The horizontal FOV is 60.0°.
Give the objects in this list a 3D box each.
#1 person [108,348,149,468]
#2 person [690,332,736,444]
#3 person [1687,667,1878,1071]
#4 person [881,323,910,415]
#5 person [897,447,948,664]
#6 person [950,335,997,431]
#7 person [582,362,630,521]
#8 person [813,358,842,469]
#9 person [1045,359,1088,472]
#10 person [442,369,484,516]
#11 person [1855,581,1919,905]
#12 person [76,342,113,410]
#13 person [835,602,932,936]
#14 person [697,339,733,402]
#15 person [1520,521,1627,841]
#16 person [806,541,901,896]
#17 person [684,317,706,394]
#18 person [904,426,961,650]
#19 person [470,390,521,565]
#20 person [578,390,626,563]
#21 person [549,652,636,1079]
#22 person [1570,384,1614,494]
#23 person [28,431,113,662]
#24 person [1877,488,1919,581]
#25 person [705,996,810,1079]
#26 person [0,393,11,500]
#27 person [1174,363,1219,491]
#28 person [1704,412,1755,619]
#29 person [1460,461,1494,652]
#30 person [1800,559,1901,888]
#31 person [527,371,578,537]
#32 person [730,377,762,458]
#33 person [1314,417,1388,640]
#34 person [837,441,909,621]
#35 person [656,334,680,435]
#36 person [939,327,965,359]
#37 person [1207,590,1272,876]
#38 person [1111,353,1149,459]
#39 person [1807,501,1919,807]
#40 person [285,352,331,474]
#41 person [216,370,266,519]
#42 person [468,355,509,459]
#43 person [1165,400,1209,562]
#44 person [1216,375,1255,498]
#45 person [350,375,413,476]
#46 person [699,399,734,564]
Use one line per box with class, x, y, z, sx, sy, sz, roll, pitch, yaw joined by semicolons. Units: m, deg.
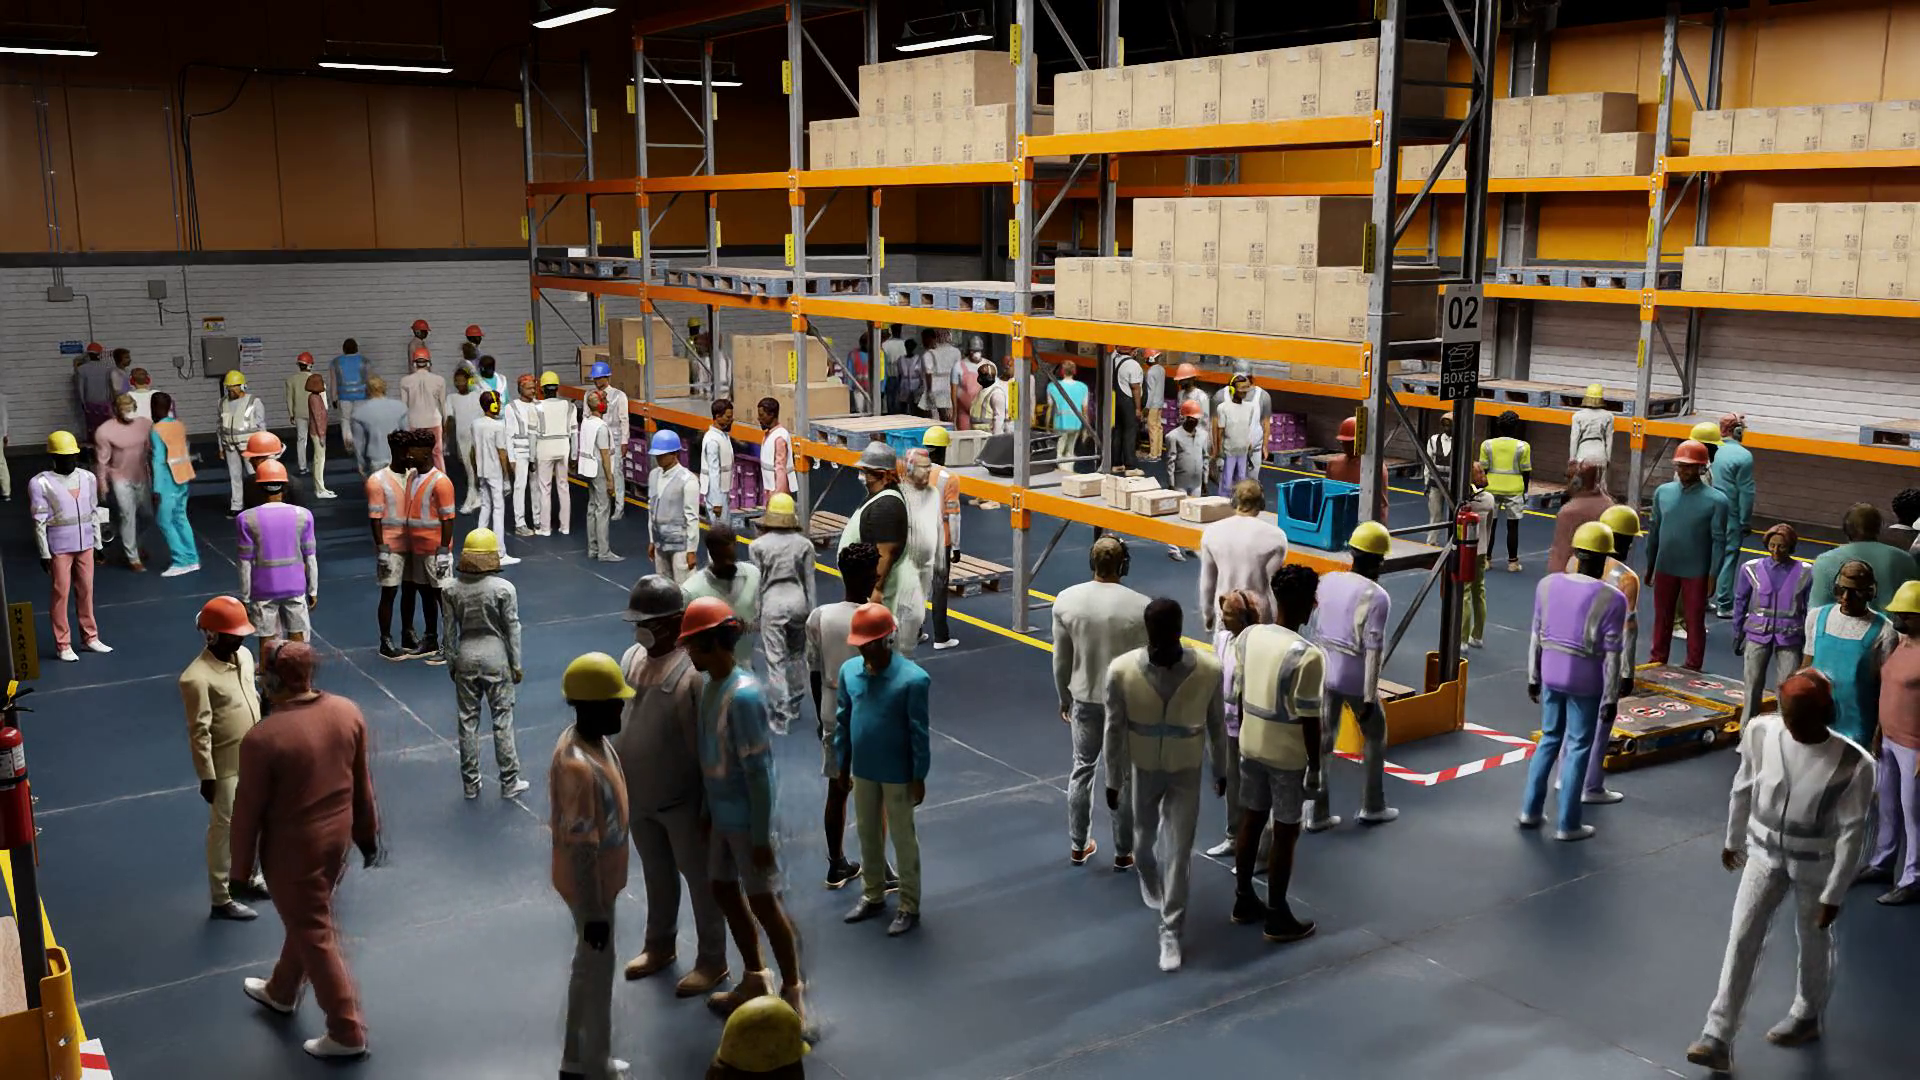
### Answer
person;-12.087;-1.854;23.908;0.742;1.824;0.523;-1;11;-3
person;-3.927;-2.453;26.937;0.927;1.852;0.577;3;11;14
person;3.538;1.415;7.172;1.003;1.818;0.642;-9;14;-40
person;-1.074;-2.831;28.733;0.592;1.889;0.911;-2;11;-9
person;-0.338;0.211;13.162;0.561;1.885;0.683;10;15;41
person;0.216;-1.860;23.373;0.687;2.000;0.536;-3;11;-15
person;-4.314;-1.197;20.217;0.615;1.945;0.404;4;12;19
person;-1.969;-1.854;24.381;0.499;1.634;0.279;-1;11;-5
person;1.420;-1.473;21.947;0.579;1.818;0.621;-3;12;-17
person;-6.159;-1.239;20.783;0.570;1.813;1.001;1;11;5
person;5.095;1.088;8.992;0.314;1.769;0.525;0;11;-3
person;-13.308;-2.175;25.714;0.563;1.753;0.327;-2;11;-11
person;-0.417;1.171;8.633;0.577;1.739;0.350;7;13;31
person;-3.744;-2.167;25.389;0.593;1.866;0.549;-8;14;-36
person;3.682;0.839;9.929;0.432;1.921;0.592;-8;14;-36
person;-0.547;0.974;9.059;0.606;1.966;0.367;7;13;30
person;-4.657;-2.976;29.393;0.391;1.923;0.589;7;13;32
person;-0.226;-0.023;14.298;0.585;1.918;0.410;8;14;35
person;-4.974;-0.661;17.678;0.535;1.868;0.309;7;13;32
person;-3.867;-0.676;17.800;0.382;1.849;0.571;-7;13;-34
person;-1.518;1.411;6.964;0.395;1.937;0.588;-2;11;-9
person;7.409;-0.965;19.553;0.483;1.745;0.305;2;11;9
person;-7.438;0.043;13.924;0.370;1.927;0.588;5;12;26
person;6.999;0.456;12.421;0.319;1.694;0.532;-6;13;-29
person;-0.526;2.014;4.348;0.490;1.730;0.324;6;13;29
person;-12.609;-1.354;21.520;0.342;1.749;0.572;6;12;26
person;3.062;-1.306;20.973;0.930;1.886;0.556;-4;12;-19
person;7.080;-0.234;15.392;0.402;1.911;0.638;-4;12;-21
person;4.338;0.138;14.192;0.500;1.633;0.285;-8;14;-36
person;4.900;1.002;9.252;0.349;1.839;0.504;-9;14;-38
person;-4.721;-0.994;19.277;0.594;1.912;0.399;-8;14;-36
person;-2.772;-1.689;22.496;0.691;2.000;0.804;-8;14;-36
person;3.368;-0.070;14.333;0.390;1.991;0.626;-11;15;-44
person;-0.650;0.272;12.459;0.538;2.000;0.684;0;11;-2
person;-4.926;-2.651;27.951;0.512;1.839;0.345;2;11;9
person;-0.133;-3.563;32.353;0.603;1.938;0.401;-10;15;-42
person;1.593;1.076;9.412;0.320;1.631;0.515;-4;12;-19
person;2.575;-2.066;25.409;0.769;1.674;0.332;0;11;-1
person;5.787;0.693;10.724;0.626;1.872;0.998;0;11;0
person;-9.372;-1.826;23.931;0.573;1.749;0.339;0;11;2
person;-8.784;-1.157;20.308;0.601;1.831;0.404;1;11;4
person;-6.365;-1.595;22.562;0.458;1.824;0.660;10;15;40
person;2.458;-0.641;17.887;0.566;1.745;0.349;-7;13;-31
person;3.203;-0.979;19.293;0.514;1.876;0.328;-6;12;-26
person;-6.531;-0.904;18.800;0.644;1.910;0.661;-6;13;-28
person;-2.398;-0.454;16.529;0.402;1.908;0.598;0;11;-1
